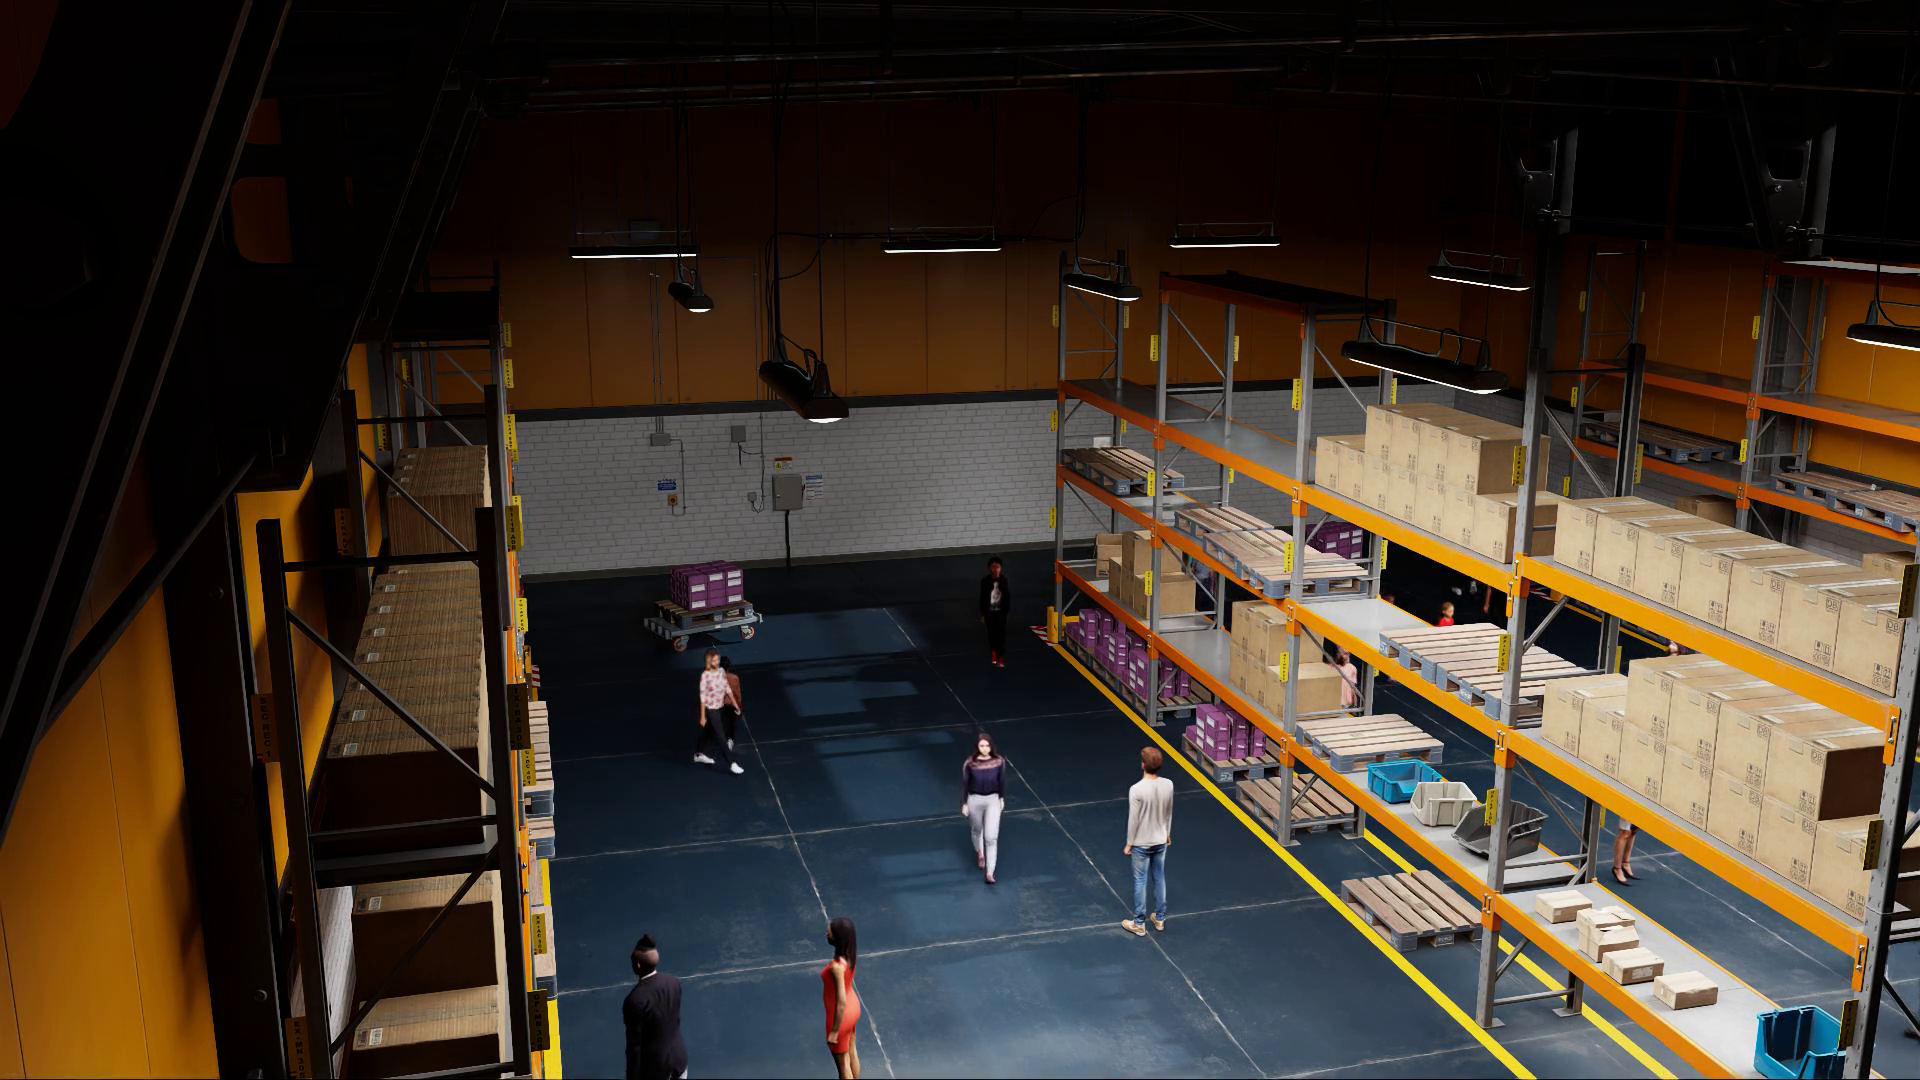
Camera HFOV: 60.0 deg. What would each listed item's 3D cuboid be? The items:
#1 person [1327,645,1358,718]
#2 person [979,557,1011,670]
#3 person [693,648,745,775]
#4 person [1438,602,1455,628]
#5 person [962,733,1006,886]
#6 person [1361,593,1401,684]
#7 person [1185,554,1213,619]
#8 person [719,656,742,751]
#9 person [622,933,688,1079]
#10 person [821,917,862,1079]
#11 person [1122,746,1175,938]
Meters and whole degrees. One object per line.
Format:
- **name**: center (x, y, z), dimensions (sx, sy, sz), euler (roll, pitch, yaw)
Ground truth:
- **person**: center (4.595, 2.047, 20.411), dimensions (0.601, 1.672, 1.089), euler (-3, 14, -13)
- **person**: center (0.510, 1.048, 24.589), dimensions (0.781, 1.647, 1.058), euler (0, 14, 0)
- **person**: center (-3.091, 2.093, 20.415), dimensions (1.163, 1.581, 1.143), euler (5, 15, 21)
- **person**: center (6.770, 1.502, 23.495), dimensions (0.625, 1.280, 0.923), euler (-8, 16, -30)
- **person**: center (0.237, 2.797, 17.549), dimensions (0.764, 1.561, 1.097), euler (-1, 14, -3)
- **person**: center (6.040, 1.391, 23.943), dimensions (0.933, 1.286, 0.815), euler (10, 17, 36)
- **person**: center (3.727, 0.498, 27.085), dimensions (0.858, 1.542, 0.825), euler (6, 15, 22)
- **person**: center (-2.973, 2.095, 21.123), dimensions (0.555, 1.243, 0.745), euler (-4, 14, -16)
- **person**: center (-2.250, 3.866, 12.358), dimensions (1.051, 1.927, 1.025), euler (10, 17, 36)
- **person**: center (-0.925, 3.777, 13.169), dimensions (0.728, 1.718, 0.609), euler (3, 14, 11)
- **person**: center (1.853, 2.934, 16.253), dimensions (0.696, 1.905, 0.639), euler (-6, 15, -25)
